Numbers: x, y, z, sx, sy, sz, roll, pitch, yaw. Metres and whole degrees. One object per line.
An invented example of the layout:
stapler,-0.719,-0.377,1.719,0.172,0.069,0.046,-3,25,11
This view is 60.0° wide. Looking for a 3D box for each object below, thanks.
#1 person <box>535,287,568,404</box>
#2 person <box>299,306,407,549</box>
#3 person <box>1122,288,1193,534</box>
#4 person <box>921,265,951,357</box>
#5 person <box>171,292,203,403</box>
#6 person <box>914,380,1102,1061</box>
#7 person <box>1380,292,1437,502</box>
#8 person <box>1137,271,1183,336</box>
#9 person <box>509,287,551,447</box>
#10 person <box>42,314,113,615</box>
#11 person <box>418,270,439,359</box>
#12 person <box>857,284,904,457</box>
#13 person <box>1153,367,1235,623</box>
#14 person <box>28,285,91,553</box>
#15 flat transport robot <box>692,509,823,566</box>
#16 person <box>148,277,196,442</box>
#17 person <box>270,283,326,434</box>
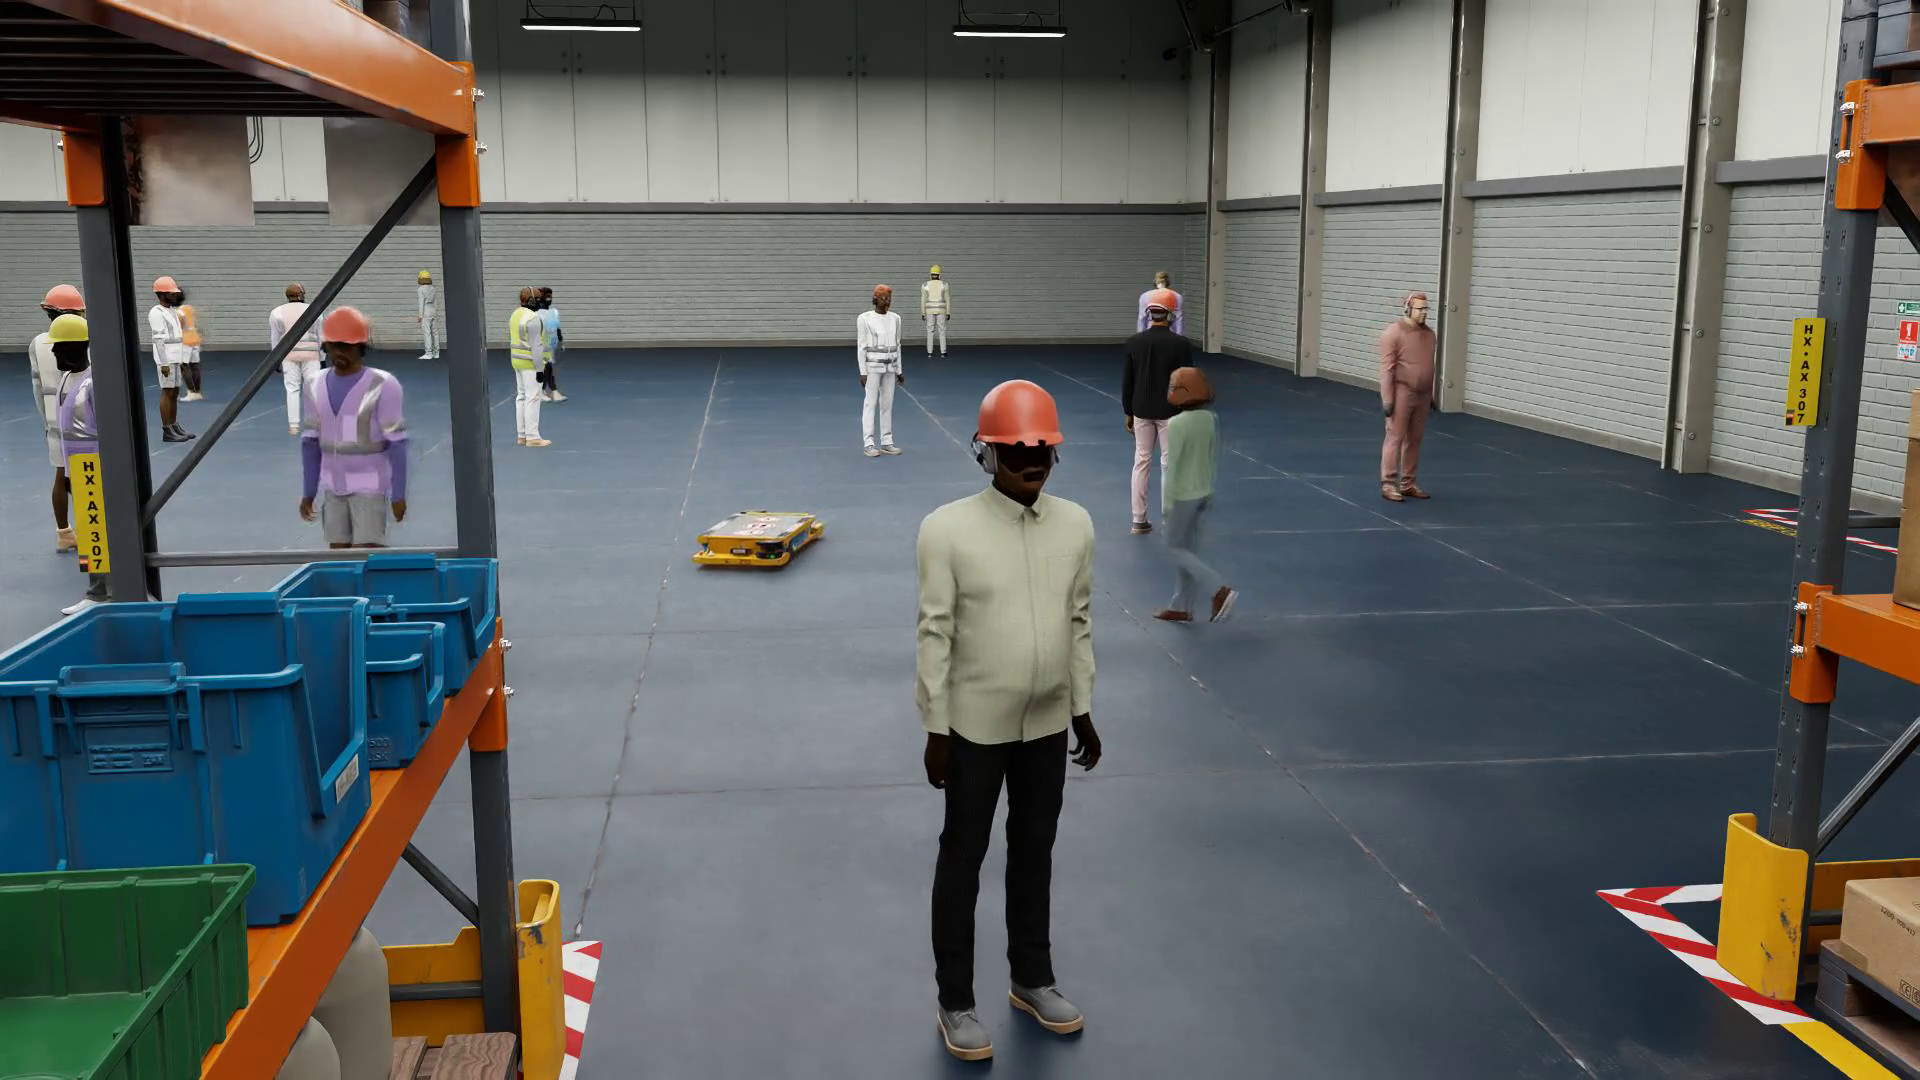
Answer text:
person,-5.874,-2.797,23.998,0.769,1.663,0.553,6,12,28
person,-3.427,-0.312,9.438,0.629,2.028,0.509,4,11,19
person,1.613,-1.025,13.419,0.625,1.991,0.394,7,12,33
person,-0.480,-4.569,33.284,0.588,1.835,0.403,1,10,4
person,-11.326,-2.854,24.352,0.319,1.670,0.642,0,10,-1
person,0.151,0.522,4.931,0.608,1.996,0.381,-6,12,-29
person,4.127,-1.308,15.220,0.651,1.904,0.403,-7,12,-33
person,2.855,-2.880,23.803,0.646,1.924,0.477,3,11,14
person,-4.939,-1.990,19.167,0.430,1.836,0.628,-8,13,-36
person,-5.487,-0.451,10.452,0.594,1.926,0.367,9,13,39
person,-10.553,-4.456,32.920,0.295,1.744,0.484,4,11,21
person,-0.870,-1.865,18.335,0.573,1.882,0.356,-8,13,-38
person,1.442,-0.252,10.222,0.541,1.618,0.512,8,13,37
person,-6.713,-0.902,12.611,0.615,2.042,0.372,5,11,24
flat transport robot,-1.520,-0.028,12.682,0.652,0.197,1.431,1,10,8
person,-9.301,-2.126,19.612,0.356,1.938,0.545,-1,10,-7
person,-8.060,-2.206,20.327,0.620,1.840,0.430,-3,11,-15
